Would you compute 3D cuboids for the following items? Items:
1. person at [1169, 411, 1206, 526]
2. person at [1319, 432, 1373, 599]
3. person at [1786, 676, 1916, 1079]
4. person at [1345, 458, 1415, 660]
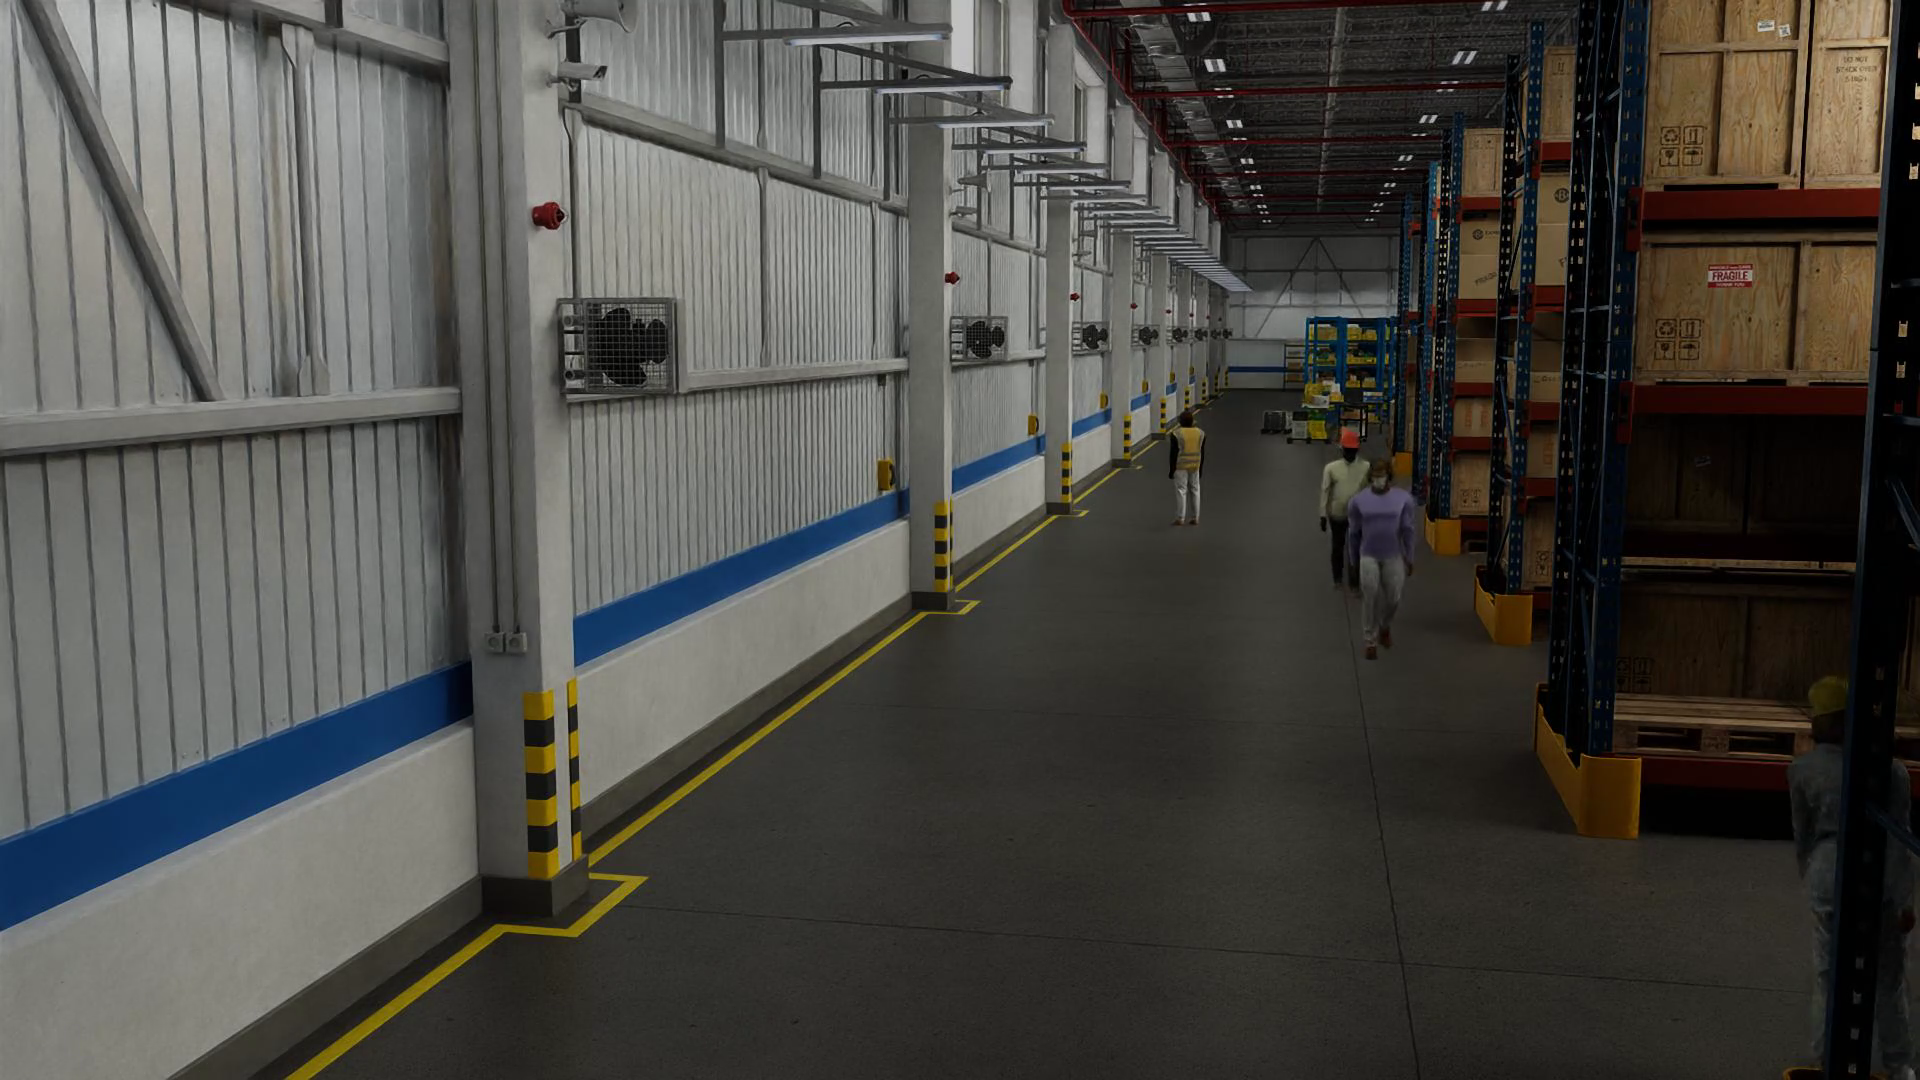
[{"bbox_3d":[3.618,-1.141,26.652,0.621,1.845,0.430,-3,8,-21],"label":"person"},{"bbox_3d":[4.562,-0.316,19.666,0.641,1.945,1.038,1,7,6],"label":"person"},{"bbox_3d":[3.629,1.414,6.769,0.567,1.688,0.557,-6,10,-42],"label":"person"},{"bbox_3d":[3.981,0.174,15.785,0.651,1.923,0.478,1,7,11],"label":"person"}]
